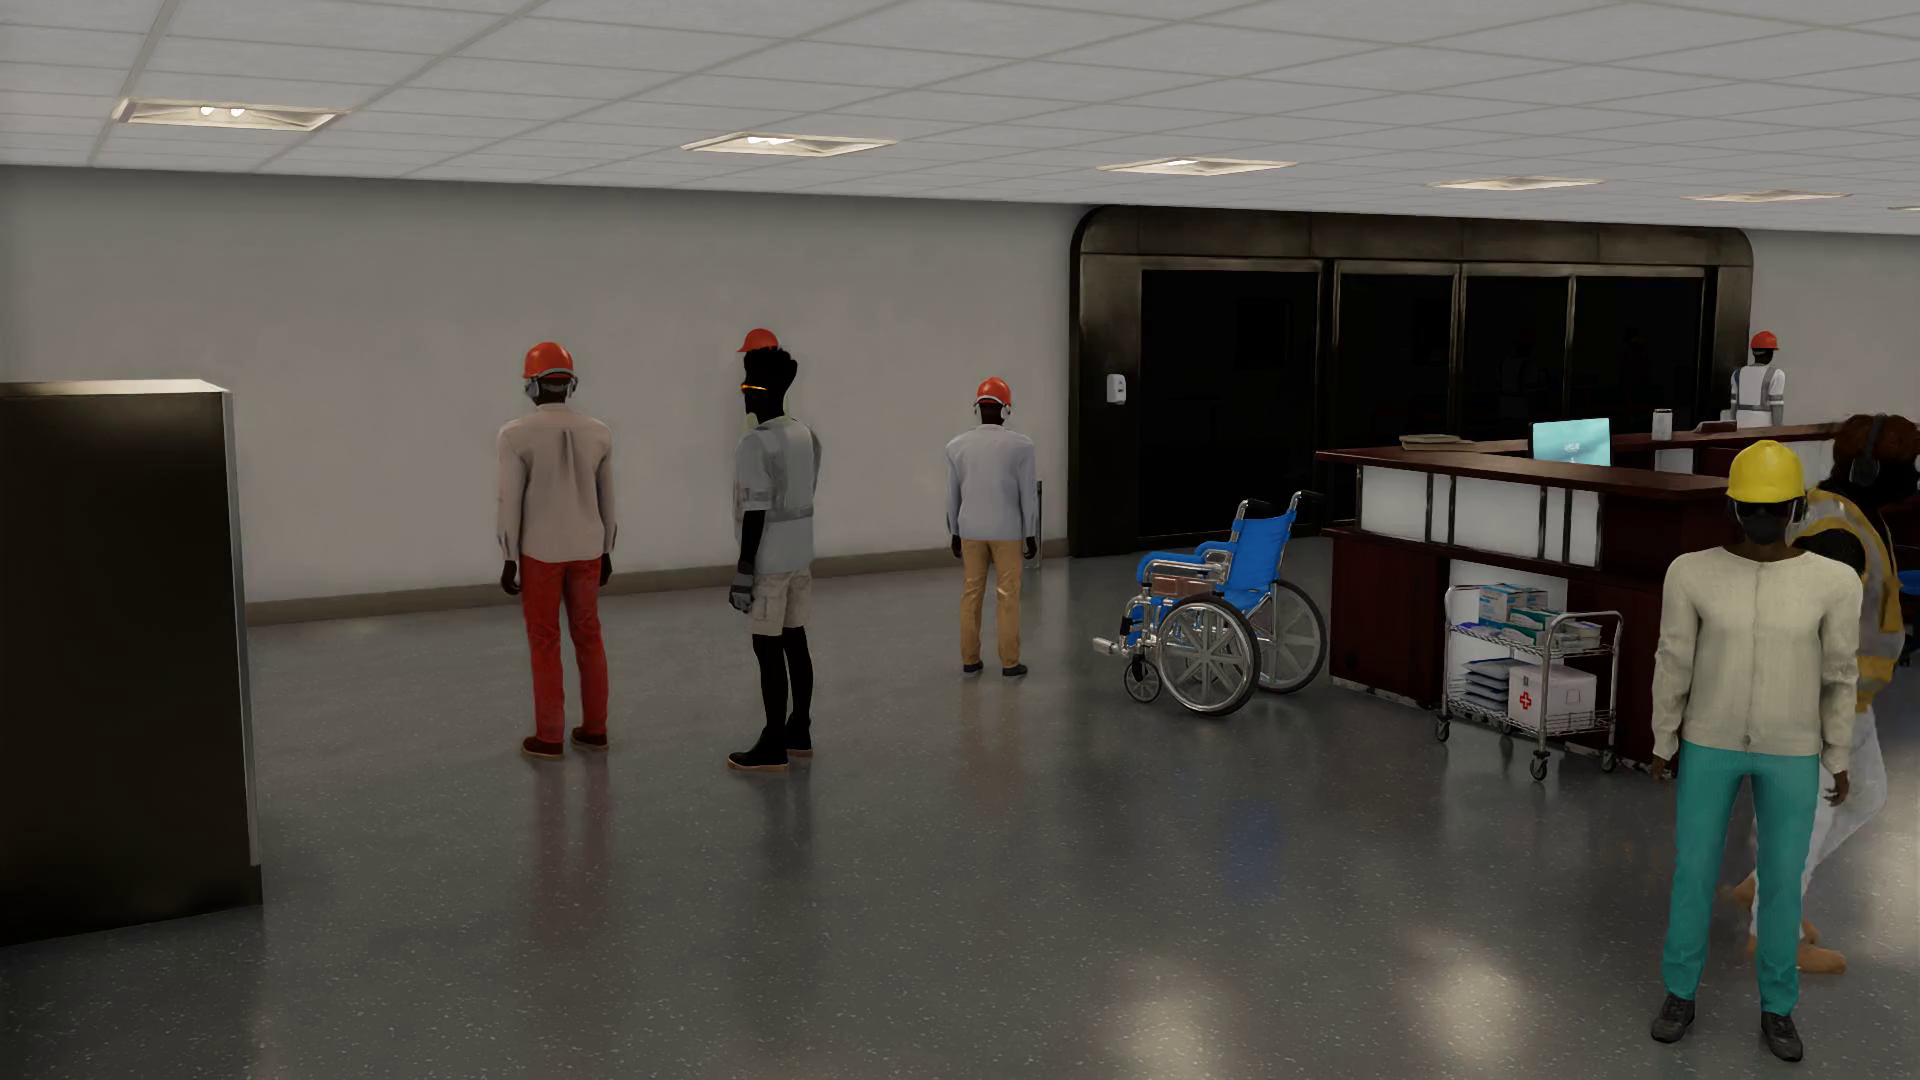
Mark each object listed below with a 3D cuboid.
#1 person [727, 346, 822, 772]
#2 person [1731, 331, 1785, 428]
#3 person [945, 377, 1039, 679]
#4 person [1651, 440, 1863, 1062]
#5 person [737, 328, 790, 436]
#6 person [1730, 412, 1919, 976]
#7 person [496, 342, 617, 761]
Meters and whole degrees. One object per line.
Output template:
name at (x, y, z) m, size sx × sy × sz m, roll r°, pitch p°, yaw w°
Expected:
person at (-0.870, 0.087, 7.711) m, size 0.367 × 1.966 × 0.606 m, roll 3°, pitch 8°, yaw 22°
person at (7.777, -1.065, 16.208) m, size 0.390 × 1.930 × 0.546 m, roll -4°, pitch 9°, yaw -29°
person at (0.196, -0.071, 9.657) m, size 0.564 × 1.743 × 0.352 m, roll 3°, pitch 9°, yaw 23°
person at (2.256, 0.596, 4.751) m, size 0.533 × 1.768 × 0.310 m, roll 3°, pitch 9°, yaw 22°
person at (-1.450, -0.567, 12.345) m, size 0.382 × 1.995 × 0.612 m, roll -1°, pitch 8°, yaw -10°
person at (2.751, 0.495, 5.309) m, size 0.439 × 1.820 × 0.647 m, roll 5°, pitch 9°, yaw 34°
person at (-1.935, 0.049, 7.976) m, size 0.616 × 1.976 × 0.457 m, roll -7°, pitch 11°, yaw -42°
